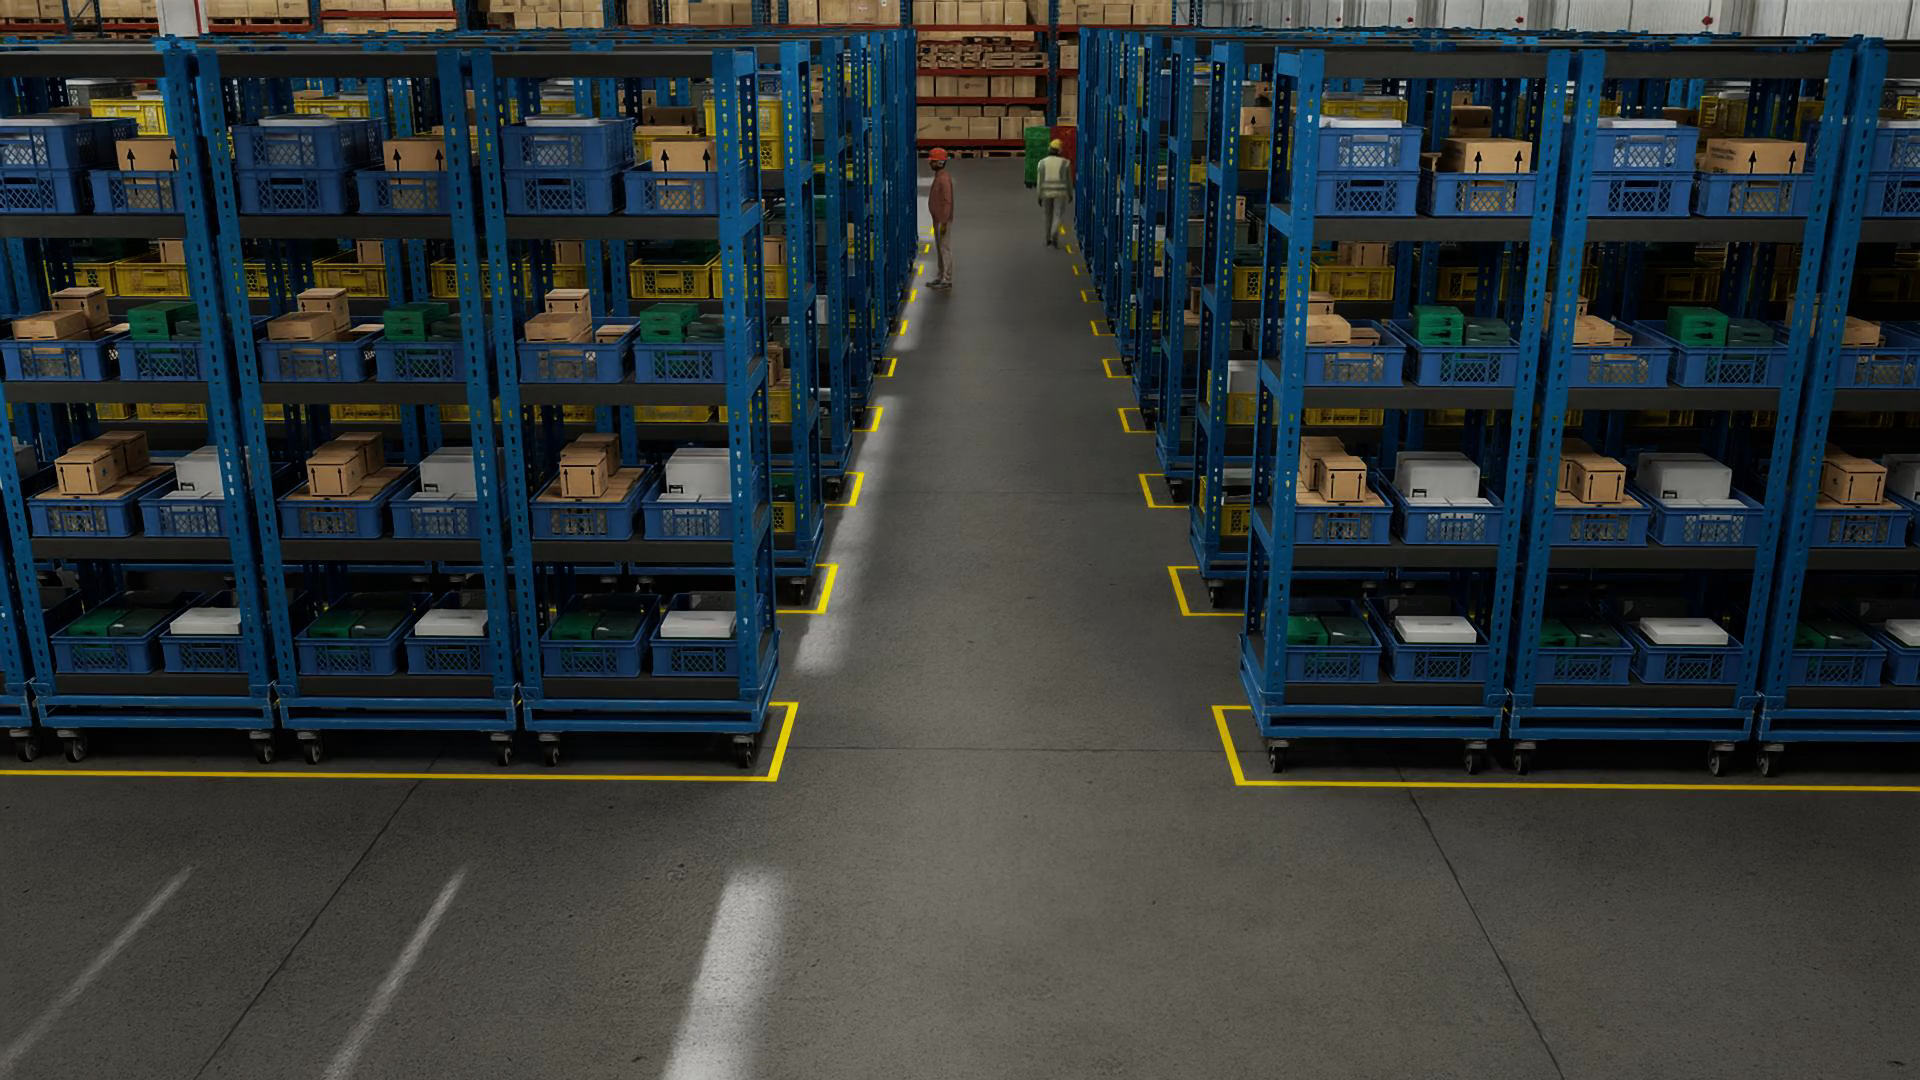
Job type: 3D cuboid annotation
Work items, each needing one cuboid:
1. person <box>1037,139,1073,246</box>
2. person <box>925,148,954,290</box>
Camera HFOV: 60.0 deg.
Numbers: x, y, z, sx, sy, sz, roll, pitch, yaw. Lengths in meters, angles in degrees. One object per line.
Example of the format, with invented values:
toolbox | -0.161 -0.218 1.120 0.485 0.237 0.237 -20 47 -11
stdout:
person | 1.584 -5.837 28.022 0.619 1.798 0.659 6 18 18
person | -0.285 -4.547 23.597 0.391 1.988 0.611 -4 18 -13
